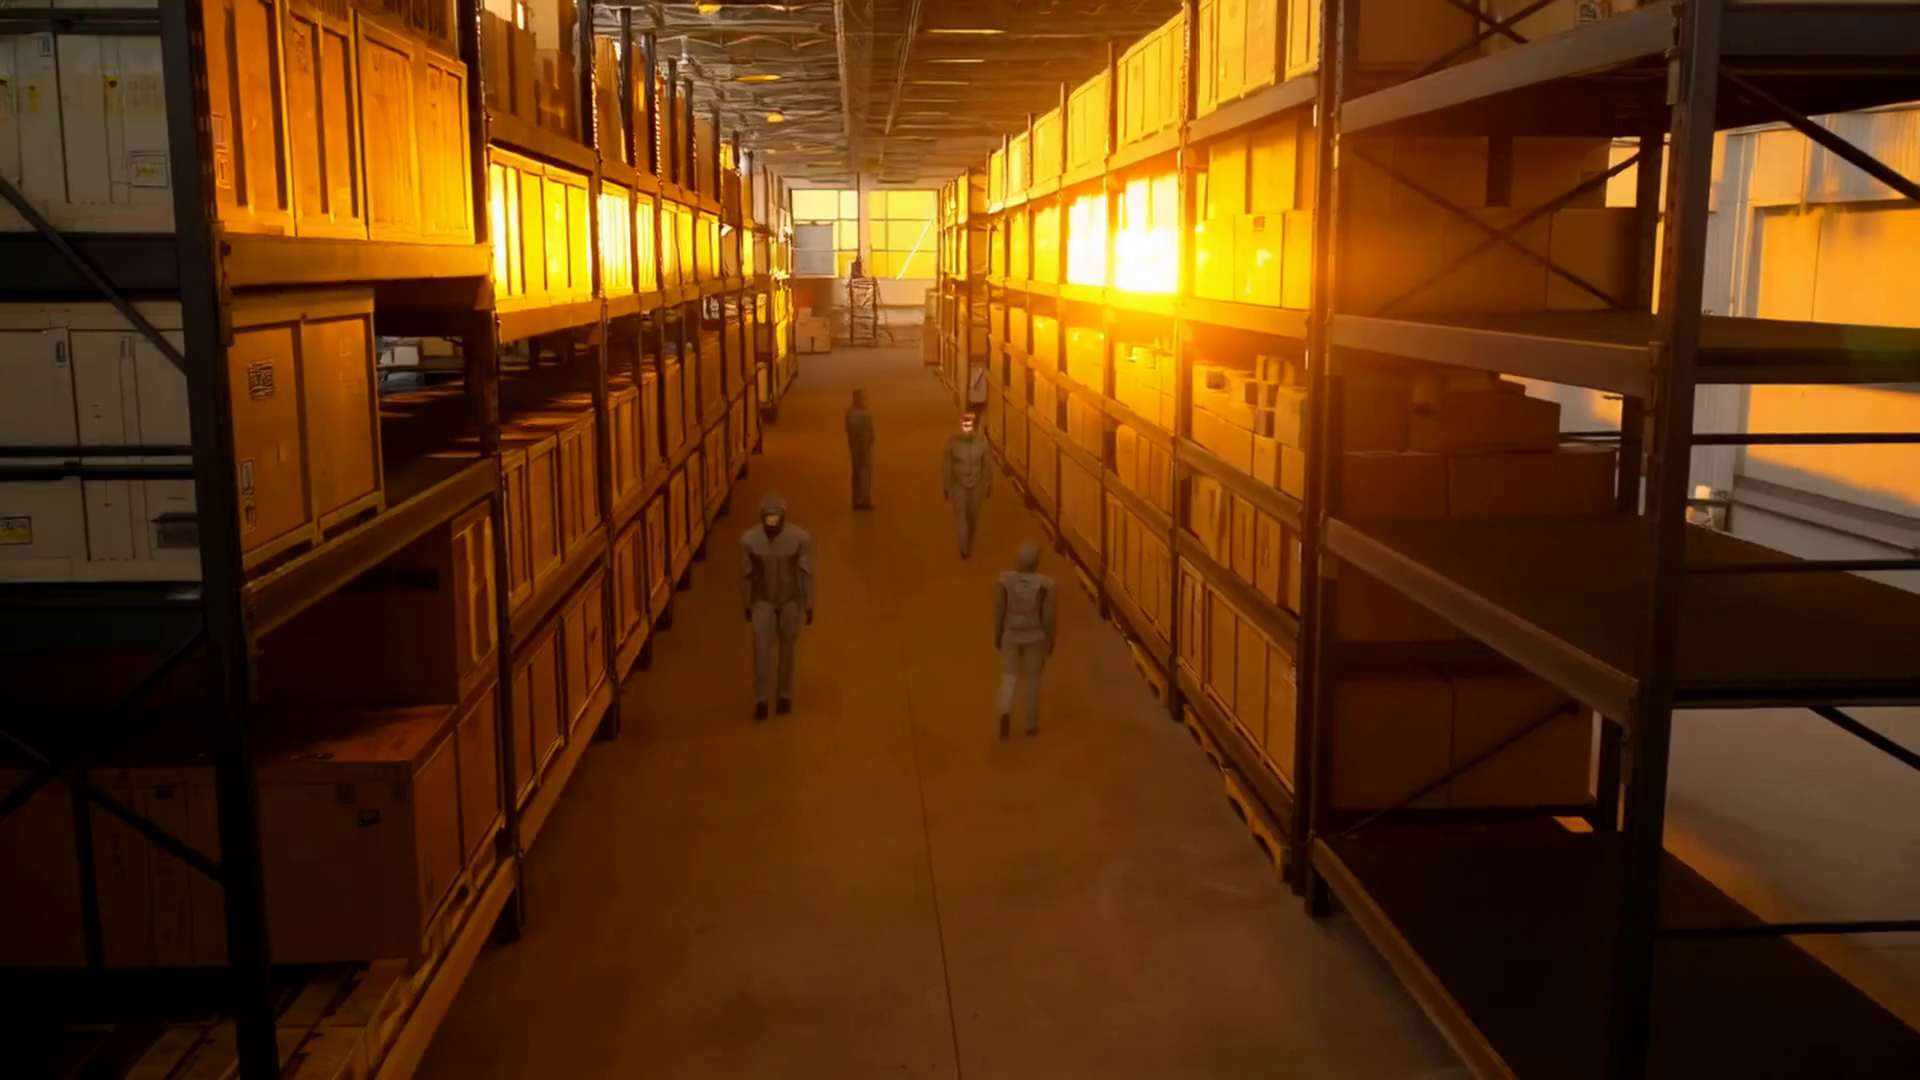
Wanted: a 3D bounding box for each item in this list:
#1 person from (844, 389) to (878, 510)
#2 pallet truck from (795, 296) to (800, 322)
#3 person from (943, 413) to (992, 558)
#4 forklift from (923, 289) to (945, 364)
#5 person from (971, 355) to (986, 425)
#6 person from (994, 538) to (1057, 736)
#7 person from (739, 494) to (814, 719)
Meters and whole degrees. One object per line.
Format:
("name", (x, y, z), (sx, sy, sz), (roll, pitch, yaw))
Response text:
("person", (-1.538, -1.402, 25.875), (0.404, 1.870, 0.726), (-5, 11, -29))
("pallet truck", (-8.622, -12.439, 91.403), (1.885, 1.965, 0.823), (2, 10, 13))
("person", (0.092, -0.740, 21.878), (0.650, 1.883, 0.822), (-1, 10, -9))
("forklift", (-0.811, -8.126, 63.010), (1.129, 2.768, 1.873), (-1, 10, -3))
("person", (0.464, -3.520, 39.075), (0.376, 1.669, 0.556), (2, 10, 12))
("person", (0.517, 0.802, 13.407), (0.533, 1.623, 0.538), (2, 10, 14))
("person", (-1.542, 0.559, 14.030), (0.632, 1.916, 0.651), (-1, 10, -6))
